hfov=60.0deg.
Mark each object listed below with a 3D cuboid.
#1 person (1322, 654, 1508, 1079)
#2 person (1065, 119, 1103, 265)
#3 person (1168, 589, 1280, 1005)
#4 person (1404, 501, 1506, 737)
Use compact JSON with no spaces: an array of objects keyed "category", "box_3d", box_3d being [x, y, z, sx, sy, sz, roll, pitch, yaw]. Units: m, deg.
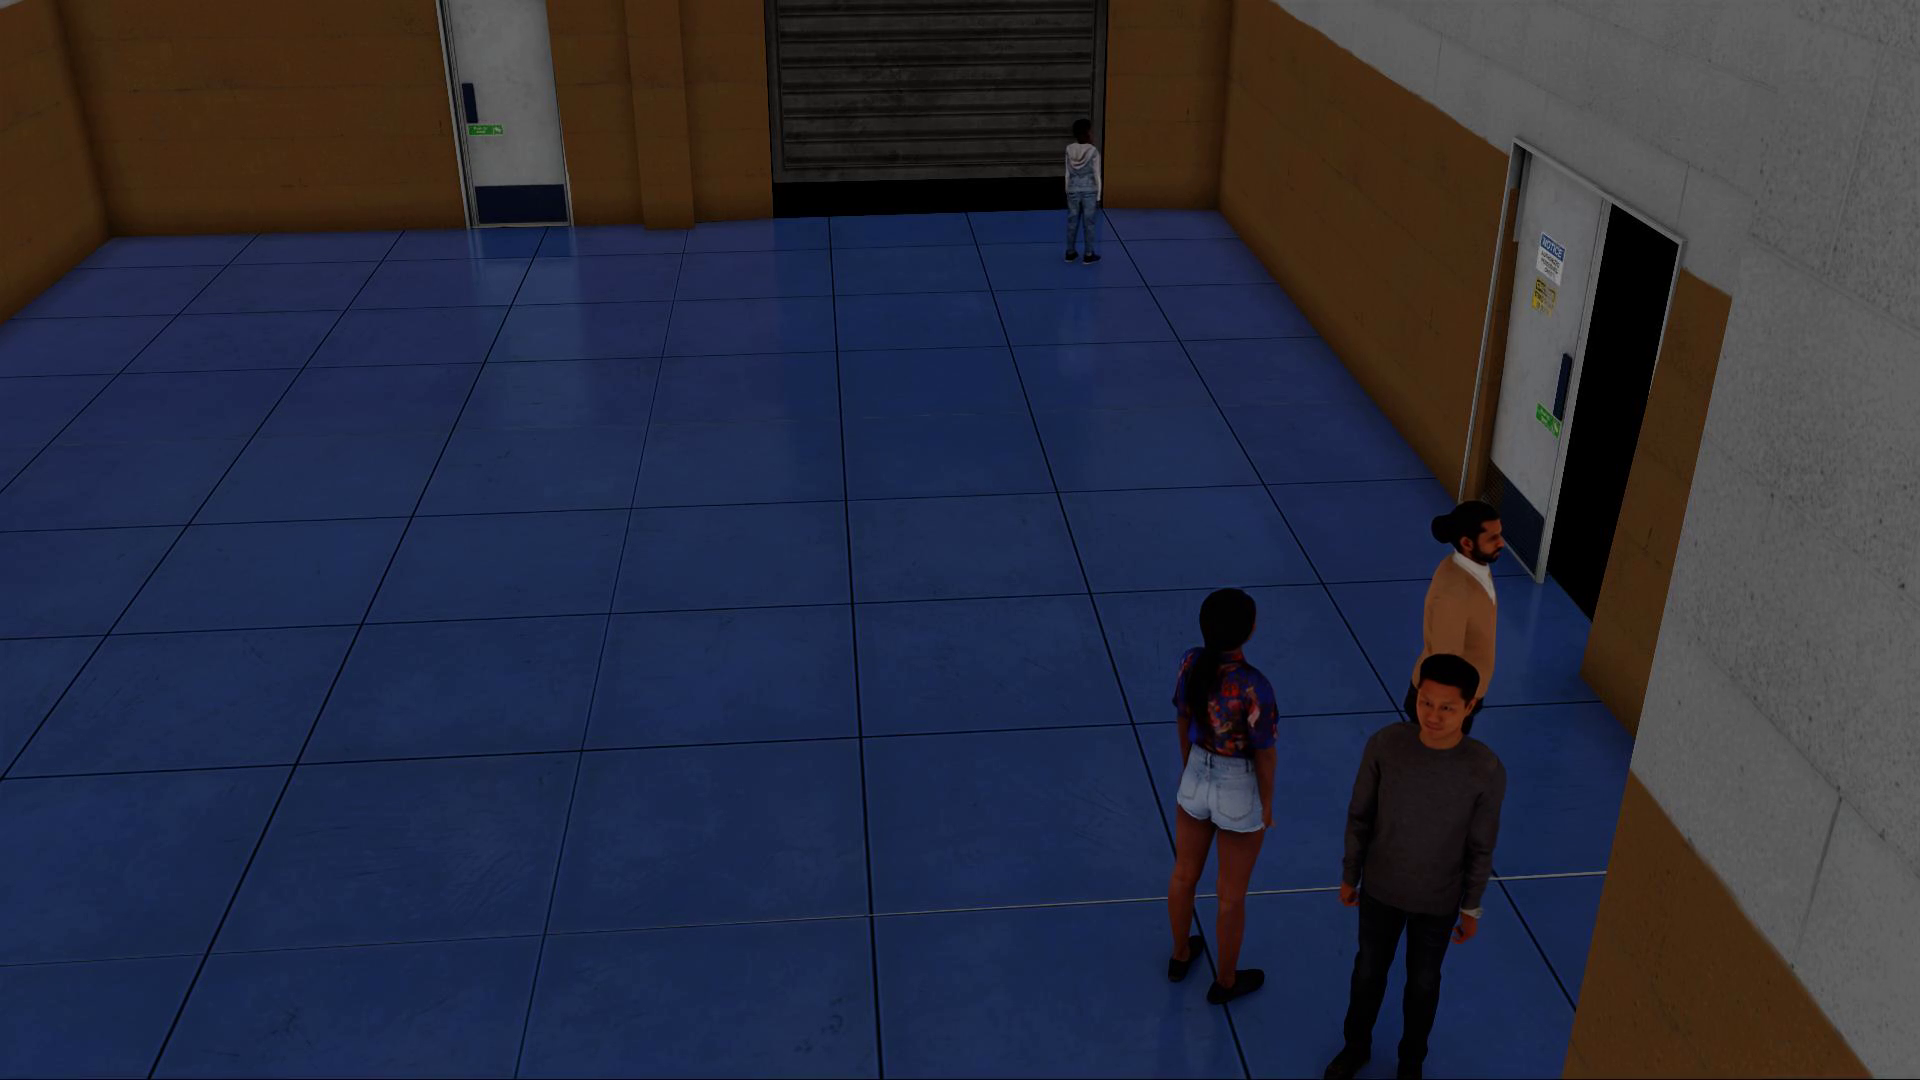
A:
[{"category":"person","box_3d":[1.550,1.169,5.664,0.651,1.768,0.773,-9,28,-17]},{"category":"person","box_3d":[1.066,-3.047,14.540,0.543,1.259,0.622,13,30,23]},{"category":"person","box_3d":[0.959,0.942,6.140,0.662,1.743,0.711,23,35,38]},{"category":"person","box_3d":[1.970,0.638,6.720,0.749,1.754,0.753,11,29,21]}]
